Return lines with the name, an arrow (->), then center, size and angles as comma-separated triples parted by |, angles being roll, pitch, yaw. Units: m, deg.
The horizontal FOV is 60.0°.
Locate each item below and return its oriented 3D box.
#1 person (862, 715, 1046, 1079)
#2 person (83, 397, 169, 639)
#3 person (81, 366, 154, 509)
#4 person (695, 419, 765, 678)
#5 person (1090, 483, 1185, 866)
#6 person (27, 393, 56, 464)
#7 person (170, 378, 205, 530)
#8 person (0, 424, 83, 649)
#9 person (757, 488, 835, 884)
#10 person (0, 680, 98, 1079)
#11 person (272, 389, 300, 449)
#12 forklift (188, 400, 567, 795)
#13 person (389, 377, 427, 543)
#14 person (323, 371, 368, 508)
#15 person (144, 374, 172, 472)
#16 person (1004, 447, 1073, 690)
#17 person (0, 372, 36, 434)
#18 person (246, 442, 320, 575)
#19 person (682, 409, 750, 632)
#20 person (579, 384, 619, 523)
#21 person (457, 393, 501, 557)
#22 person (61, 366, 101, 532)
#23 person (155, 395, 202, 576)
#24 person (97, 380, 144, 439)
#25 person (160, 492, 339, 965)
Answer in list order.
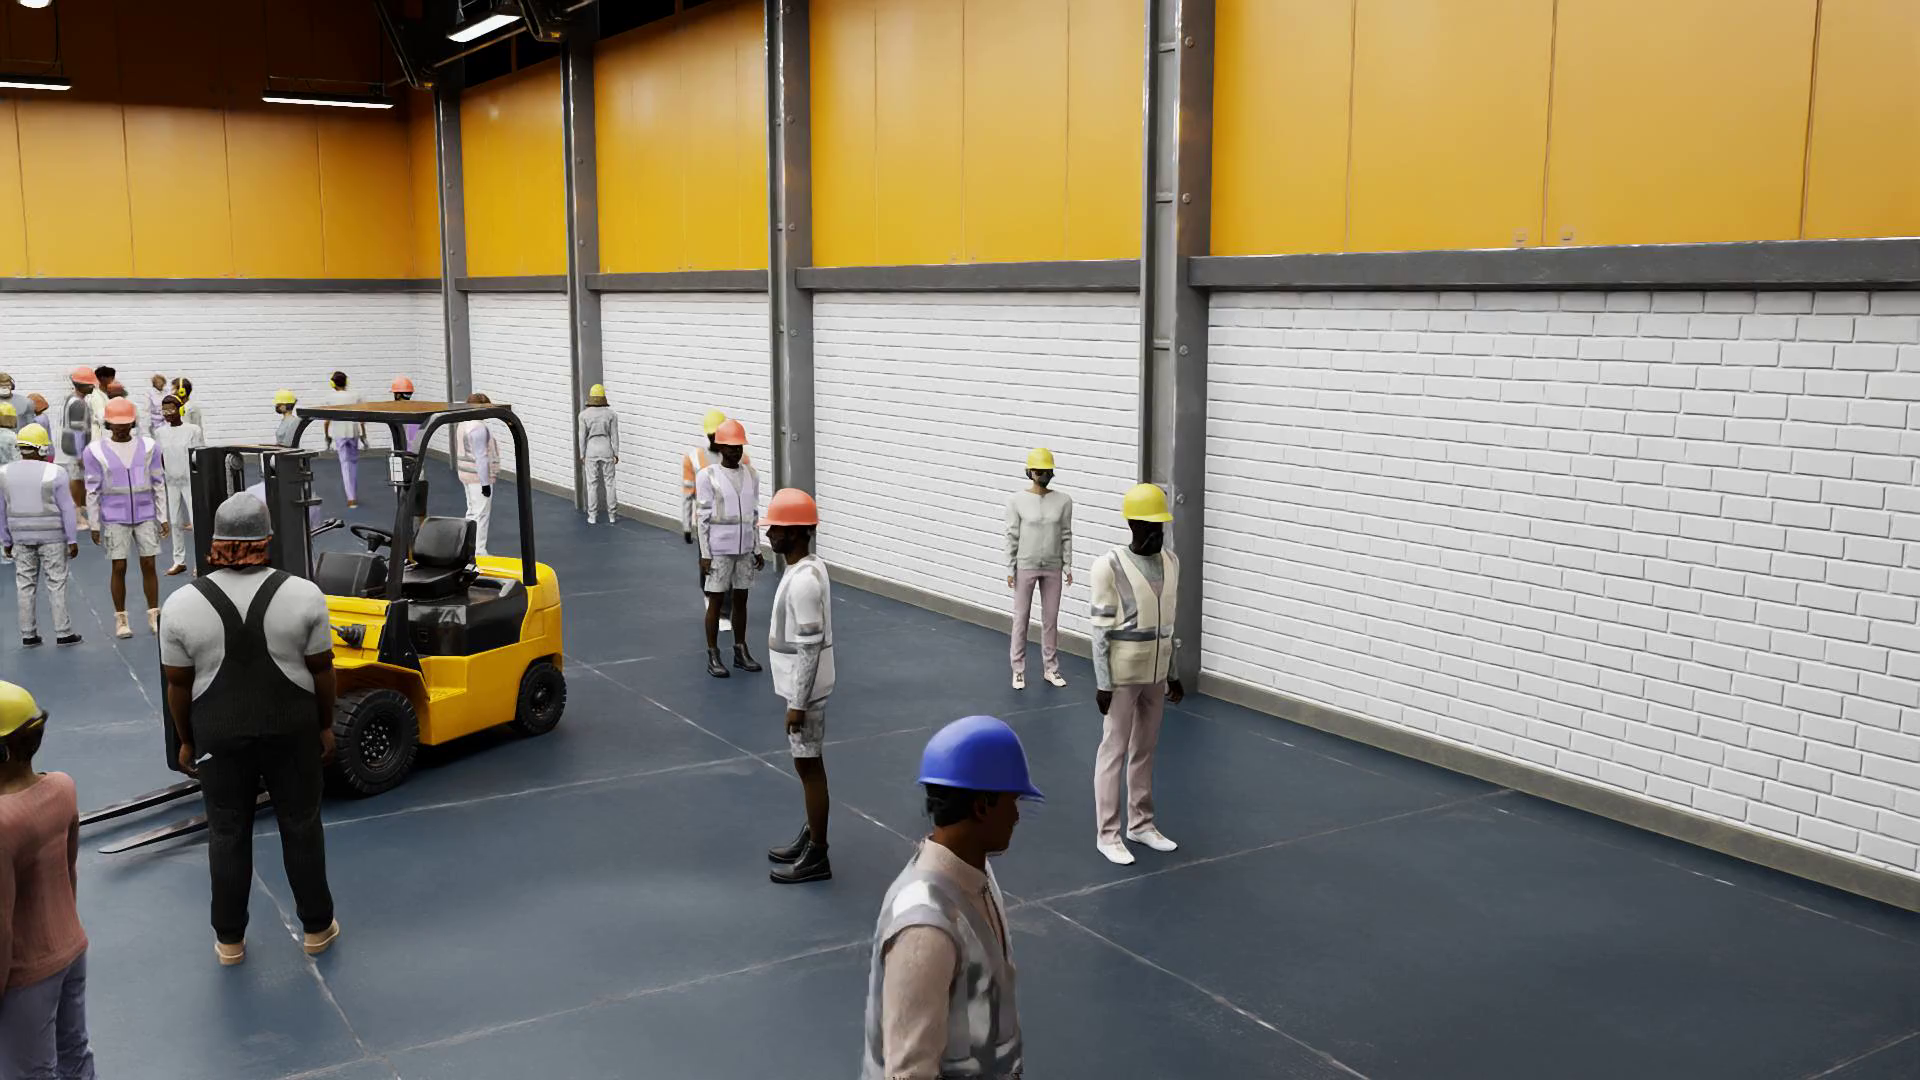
person -> -0.048, 1.366, 3.815 | 0.449, 1.921, 0.693 | 1, 9, 9
person -> -6.943, -0.186, 13.901 | 0.613, 2.032, 0.411 | -7, 11, -38
person -> -11.348, -1.368, 22.238 | 0.957, 1.914, 0.608 | -2, 9, -11
person -> -1.718, 0.059, 12.552 | 0.543, 1.939, 0.360 | -7, 11, -40
person -> 0.914, 0.669, 8.474 | 0.584, 1.928, 0.374 | -7, 11, -39
person -> -11.615, -1.045, 21.059 | 0.294, 1.628, 0.507 | -5, 10, -31
person -> -9.381, -1.040, 20.266 | 0.358, 1.857, 0.514 | -3, 9, -18
person -> -7.456, -0.027, 13.481 | 0.600, 1.831, 0.404 | -1, 8, -5
person -> -0.797, 0.711, 8.155 | 0.366, 1.939, 0.542 | -1, 8, -4
person -> -2.780, 1.275, 4.939 | 0.313, 1.767, 0.523 | -1, 8, -4
person -> -7.820, -0.869, 19.378 | 0.304, 1.772, 0.525 | -6, 10, -35
forklift -> -3.529, 0.258, 10.348 | 1.214, 2.155, 2.313 | 4, 9, 25
person -> -6.299, -0.885, 18.914 | 0.358, 1.937, 0.549 | 3, 9, 20
person -> -8.343, -1.371, 22.562 | 0.523, 1.820, 0.895 | -5, 10, -30
person -> -12.558, -1.806, 26.214 | 0.511, 1.598, 0.702 | -6, 11, -37
person -> 0.579, 0.205, 12.137 | 0.526, 1.772, 0.307 | -2, 9, -16
person -> -11.578, -1.078, 20.266 | 0.641, 1.927, 0.386 | -7, 11, -40
person -> -4.549, 0.299, 11.095 | 0.487, 1.890, 0.665 | 2, 9, 10
person -> -2.100, -0.192, 14.386 | 0.588, 1.904, 0.729 | -2, 9, -11
person -> -4.533, -1.083, 20.900 | 0.492, 1.742, 0.324 | -2, 9, -14
person -> -5.075, -0.633, 17.577 | 0.429, 1.837, 0.631 | -5, 10, -29
person -> -10.607, -1.089, 20.043 | 0.567, 2.005, 0.626 | -4, 9, -26
person -> -7.937, -0.550, 16.954 | 0.510, 1.855, 0.324 | 1, 8, 3
person -> -10.182, -1.036, 20.301 | 0.838, 1.829, 0.627 | 6, 10, 35
person -> -3.049, 0.800, 7.210 | 0.673, 2.000, 0.535 | -3, 9, -19
